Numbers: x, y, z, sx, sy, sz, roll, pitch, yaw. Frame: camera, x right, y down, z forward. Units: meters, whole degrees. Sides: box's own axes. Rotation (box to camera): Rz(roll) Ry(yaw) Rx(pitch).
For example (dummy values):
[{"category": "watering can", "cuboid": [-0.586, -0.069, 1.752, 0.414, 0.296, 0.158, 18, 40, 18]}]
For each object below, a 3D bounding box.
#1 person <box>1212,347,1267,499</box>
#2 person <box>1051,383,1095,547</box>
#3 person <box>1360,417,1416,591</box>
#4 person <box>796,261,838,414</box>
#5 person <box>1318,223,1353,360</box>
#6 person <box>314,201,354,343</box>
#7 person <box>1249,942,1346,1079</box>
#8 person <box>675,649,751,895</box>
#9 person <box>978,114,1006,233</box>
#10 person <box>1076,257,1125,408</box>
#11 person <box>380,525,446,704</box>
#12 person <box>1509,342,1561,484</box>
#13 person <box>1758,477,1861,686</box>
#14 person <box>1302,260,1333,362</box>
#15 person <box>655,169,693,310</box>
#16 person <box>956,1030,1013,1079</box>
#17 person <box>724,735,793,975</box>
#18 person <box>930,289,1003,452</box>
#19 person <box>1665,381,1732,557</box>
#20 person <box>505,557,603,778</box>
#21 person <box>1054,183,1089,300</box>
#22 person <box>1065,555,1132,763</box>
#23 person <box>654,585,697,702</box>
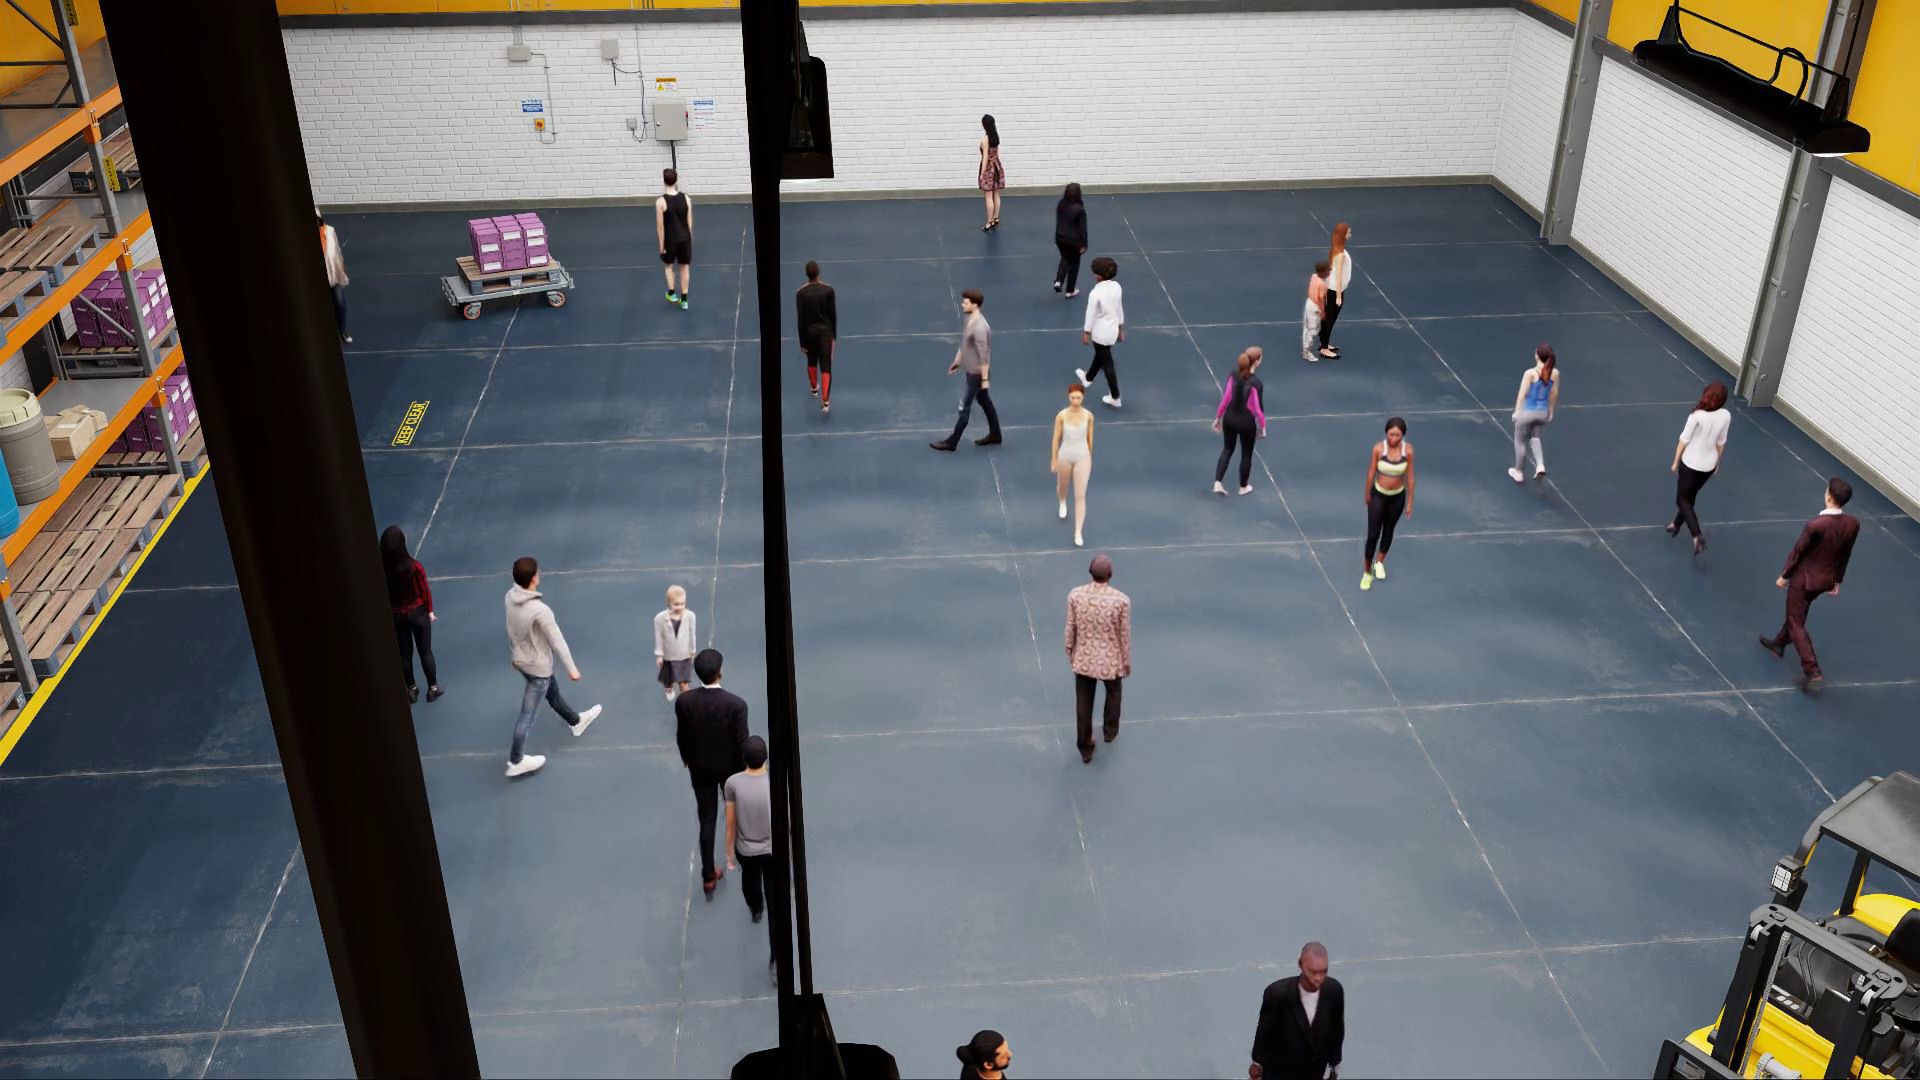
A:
[{"category": "person", "cuboid": [2.891, -1.204, 17.315, 0.998, 1.725, 1.066, 22, 35, 34]}, {"category": "person", "cuboid": [1.125, -0.832, 16.759, 0.611, 1.604, 1.071, -1, 29, -1]}, {"category": "person", "cuboid": [4.080, -0.423, 15.875, 0.682, 1.733, 0.847, 3, 29, 5]}, {"category": "person", "cuboid": [-1.636, -2.327, 19.327, 0.616, 1.769, 1.186, -3, 29, -6]}, {"category": "person", "cuboid": [4.703, -3.138, 20.866, 0.685, 1.720, 0.500, 3, 29, 5]}, {"category": "person", "cuboid": [-8.170, -3.454, 21.278, 0.968, 1.880, 1.059, -22, 35, -34]}, {"category": "person", "cuboid": [1.909, 2.968, 9.639, 0.701, 1.751, 0.667, -5, 29, -10]}, {"category": "person", "cuboid": [-1.785, 1.676, 11.918, 0.868, 1.837, 1.236, 3, 29, 6]}, {"category": "person", "cuboid": [0.459, -5.588, 25.299, 0.866, 1.775, 0.798, 18, 34, 30]}, {"category": "person", "cuboid": [1.748, -2.398, 19.469, 1.039, 1.757, 1.202, -21, 35, -33]}, {"category": "person", "cuboid": [-4.647, 0.635, 14.015, 0.596, 1.656, 0.524, 0, 29, 0]}, {"category": "person", "cuboid": [6.108, -1.312, 17.645, 0.617, 1.599, 0.782, -6, 29, -11]}, {"category": "person", "cuboid": [7.359, 0.368, 14.300, 0.827, 1.852, 1.204, -8, 30, -14]}, {"category": "person", "cuboid": [4.451, -2.940, 20.949, 0.732, 1.293, 0.444, -13, 31, -22]}, {"category": "person", "cuboid": [-3.775, -4.002, 22.291, 0.811, 1.871, 0.890, -11, 31, -19]}, {"category": "person", "cuboid": [0.144, 3.323, 8.981, 0.694, 1.758, 0.520, -4, 29, -8]}, {"category": "person", "cuboid": [-1.334, 2.126, 11.210, 0.668, 1.725, 1.145, -1, 29, -2]}, {"category": "person", "cuboid": [0.273, -1.858, 18.366, 0.773, 1.867, 1.015, -3, 29, -6]}, {"category": "person", "cuboid": [7.255, -0.667, 16.288, 0.614, 1.766, 1.045, -3, 29, -5]}, {"category": "person", "cuboid": [-3.441, 1.040, 13.129, 1.221, 1.794, 1.216, -26, 38, -38]}, {"category": "person", "cuboid": [1.451, -4.048, 22.653, 0.819, 1.605, 0.877, 20, 35, 32]}, {"category": "person", "cuboid": [1.079, 0.989, 13.230, 0.879, 1.787, 0.962, 7, 29, 13]}, {"category": "person", "cuboid": [-2.381, 0.917, 13.910, 0.542, 1.261, 0.695, -3, 29, -6]}]
